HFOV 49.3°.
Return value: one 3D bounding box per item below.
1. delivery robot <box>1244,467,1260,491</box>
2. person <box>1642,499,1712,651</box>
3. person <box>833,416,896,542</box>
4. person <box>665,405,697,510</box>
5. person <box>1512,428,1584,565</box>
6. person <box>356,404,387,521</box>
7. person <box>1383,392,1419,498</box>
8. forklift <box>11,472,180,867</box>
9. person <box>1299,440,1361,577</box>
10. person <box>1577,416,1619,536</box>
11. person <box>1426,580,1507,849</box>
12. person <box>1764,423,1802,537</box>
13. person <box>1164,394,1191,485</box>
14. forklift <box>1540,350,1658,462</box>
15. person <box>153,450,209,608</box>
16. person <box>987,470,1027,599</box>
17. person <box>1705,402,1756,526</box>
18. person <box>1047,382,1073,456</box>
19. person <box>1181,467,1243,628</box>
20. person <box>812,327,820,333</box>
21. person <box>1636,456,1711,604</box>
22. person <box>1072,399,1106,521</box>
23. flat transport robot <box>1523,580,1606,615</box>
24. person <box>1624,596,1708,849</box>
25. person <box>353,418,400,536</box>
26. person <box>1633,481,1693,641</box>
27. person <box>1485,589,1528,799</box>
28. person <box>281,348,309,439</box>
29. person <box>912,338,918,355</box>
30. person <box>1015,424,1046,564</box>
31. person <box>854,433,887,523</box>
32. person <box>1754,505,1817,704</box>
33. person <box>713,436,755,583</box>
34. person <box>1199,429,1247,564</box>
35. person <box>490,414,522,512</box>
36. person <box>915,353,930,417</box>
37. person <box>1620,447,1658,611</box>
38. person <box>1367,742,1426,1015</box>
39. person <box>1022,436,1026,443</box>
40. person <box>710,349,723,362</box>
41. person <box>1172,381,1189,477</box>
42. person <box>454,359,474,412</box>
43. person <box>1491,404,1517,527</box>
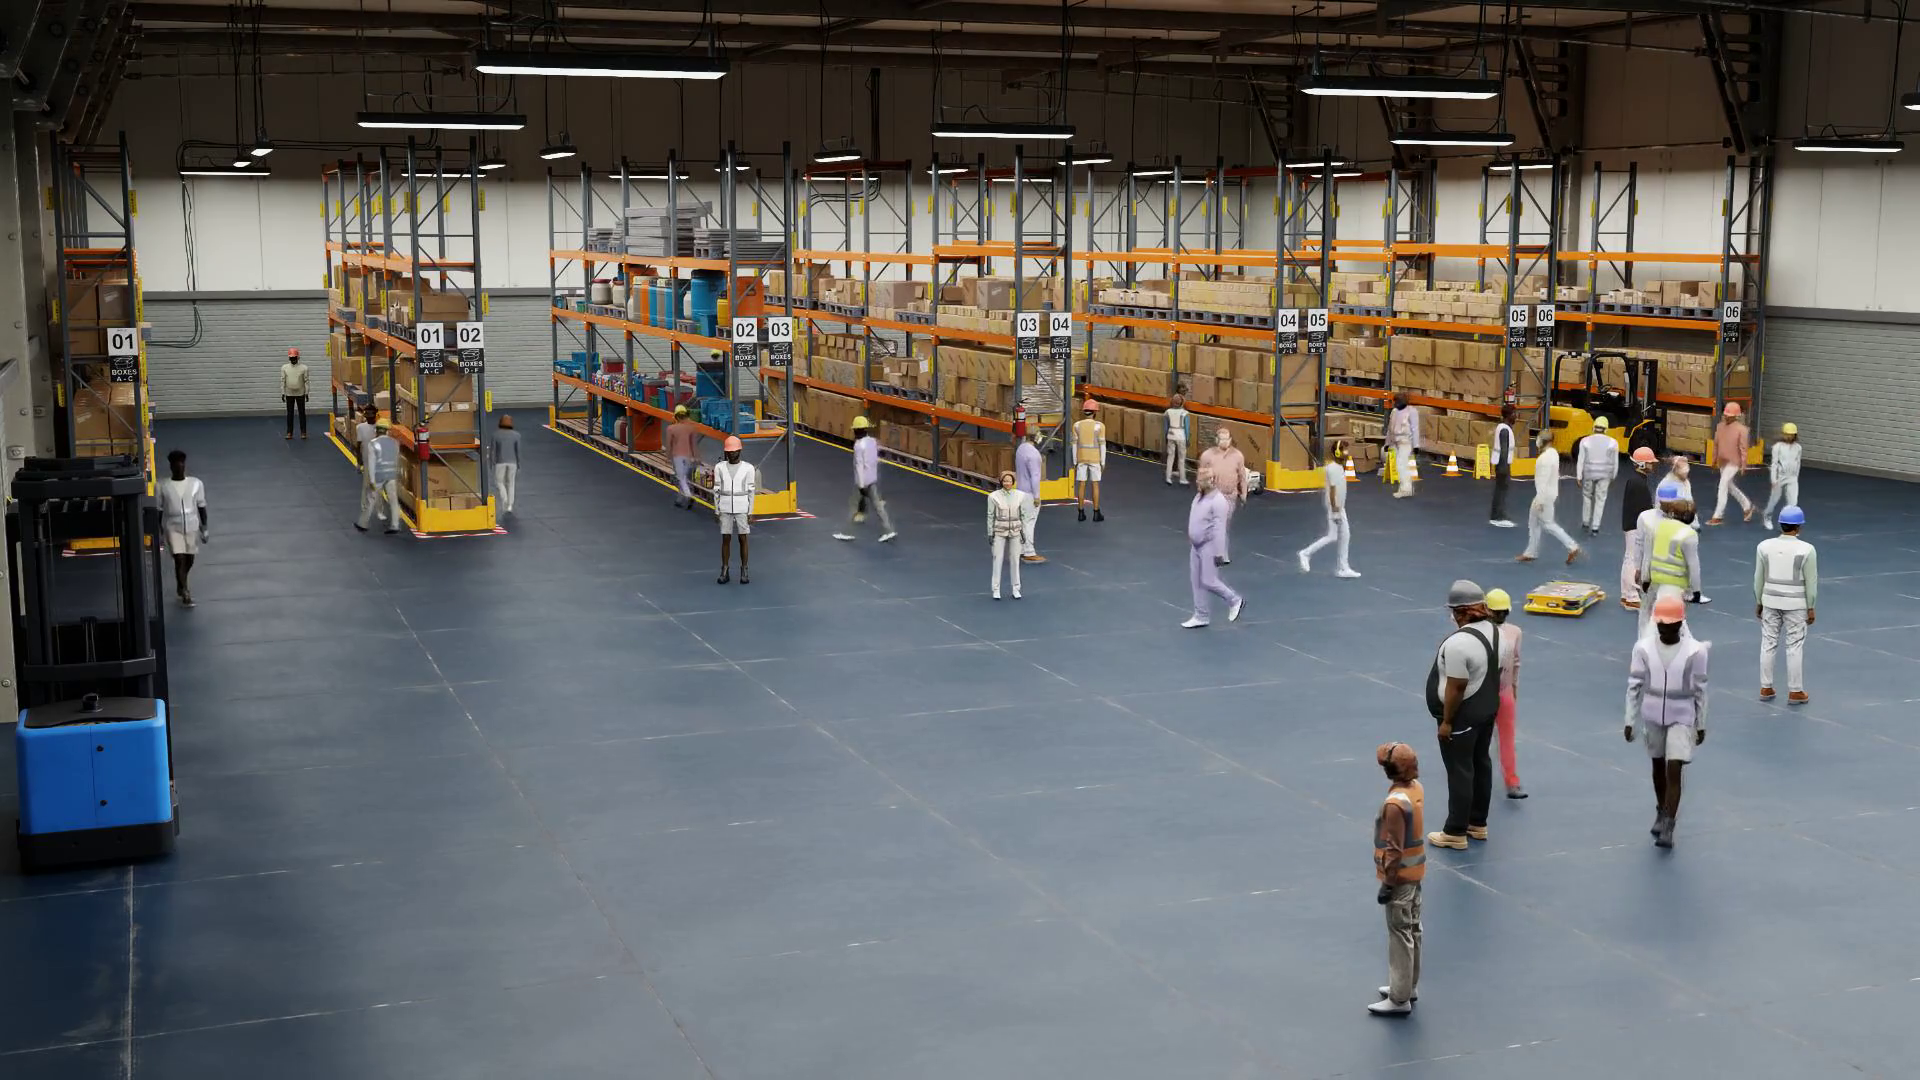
[{"bbox_3d":[4.904,-1.106,36.646,0.477,0.478,0.707,-7,11,-38],"label":"delivery robot"},{"bbox_3d":[7.659,0.450,22.365,0.997,1.781,0.645,-3,9,-16],"label":"person"},{"bbox_3d":[-1.392,-0.904,31.103,0.999,1.881,0.590,5,10,32],"label":"person"},{"bbox_3d":[-4.591,-1.376,34.739,0.536,1.731,0.832,-5,10,-32],"label":"person"},{"bbox_3d":[8.155,-0.590,28.897,0.891,1.914,0.637,3,9,21],"label":"person"},{"bbox_3d":[-9.345,-1.239,33.355,0.515,1.866,0.333,-3,9,-21],"label":"person"},{"bbox_3d":[7.589,-1.639,36.179,0.669,1.815,0.645,-3,9,-22],"label":"person"},{"bbox_3d":[-6.630,0.886,15.957,1.129,2.768,1.873,-3,9,-21],"label":"forklift"},{"bbox_3d":[4.970,-0.426,27.975,0.765,1.847,0.523,5,10,29],"label":"person"},{"bbox_3d":[9.714,-0.988,31.885,0.609,1.795,0.778,3,9,18],"label":"person"},{"bbox_3d":[3.794,1.315,15.882,0.538,2.000,0.681,8,12,42],"label":"person"},{"bbox_3d":[12.583,-0.954,31.983,0.487,1.717,0.846,-1,9,-3],"label":"person"},{"bbox_3d":[3.943,-1.821,37.988,0.520,1.636,0.309,6,10,33],"label":"person"},{"bbox_3d":[12.897,-2.725,42.309,2.313,2.155,1.214,-3,9,-21],"label":"forklift"},{"bbox_3d":[-9.685,-0.171,26.014,0.614,1.936,0.933,-6,10,-34],"label":"person"},{"bbox_3d":[0.585,-0.068,26.328,0.509,1.628,0.319,-2,9,-14],"label":"person"},{"bbox_3d":[12.181,-1.218,32.944,0.918,1.957,0.634,-3,9,-21],"label":"person"},{"bbox_3d":[2.081,-2.601,42.707,0.612,1.782,0.930,-5,10,-30],"label":"person"},{"bbox_3d":[2.943,0.085,24.428,0.629,1.896,0.642,-3,9,-21],"label":"person"},{"bbox_3d":[-3.829,-4.587,55.067,0.369,2.048,0.608,3,9,20],"label":"person"},{"bbox_3d":[8.906,-0.160,26.249,1.032,1.847,0.643,6,10,34],"label":"person"},{"bbox_3d":[2.063,-1.273,33.348,0.548,1.934,0.374,3,9,21],"label":"person"},{"bbox_3d":[7.468,0.703,25.837,0.652,0.197,1.431,5,10,30],"label":"flat transport robot"},{"bbox_3d":[5.323,1.369,15.859,0.568,1.890,0.932,5,10,31],"label":"person"},{"bbox_3d":[-8.808,-0.957,31.779,0.925,1.768,0.589,7,11,40],"label":"person"},{"bbox_3d":[7.614,0.322,22.703,0.602,1.939,0.397,2,9,15],"label":"person"},{"bbox_3d":[4.391,1.246,17.271,0.546,1.712,0.929,-2,9,-12],"label":"person"},{"bbox_3d":[-14.677,-3.234,46.223,0.612,1.995,0.376,-1,9,-8],"label":"person"},{"bbox_3d":[-1.085,-4.260,53.550,0.523,1.843,0.559,-4,9,-26],"label":"person"},{"bbox_3d":[0.966,-0.654,29.208,0.353,1.936,0.633,-3,9,-19],"label":"person"},{"bbox_3d":[-1.469,-1.119,33.170,0.567,1.685,0.537,-2,9,-16],"label":"person"},{"bbox_3d":[8.134,0.627,20.631,0.602,1.949,0.396,8,12,44],"label":"person"},{"bbox_3d":[-2.970,-0.401,27.524,0.545,1.938,0.357,0,9,2],"label":"person"},{"bbox_3d":[3.693,-0.636,29.378,0.659,1.860,0.980,-2,9,-11],"label":"person"},{"bbox_3d":[-7.414,-1.255,34.238,0.527,1.620,0.413,-4,9,-23],"label":"person"},{"bbox_3d":[-0.826,-3.981,51.581,0.624,1.873,1.061,-1,9,-3],"label":"person"},{"bbox_3d":[8.312,-0.149,25.652,0.390,1.995,0.613,2,9,11],"label":"person"},{"bbox_3d":[2.618,2.005,12.481,0.312,1.638,0.512,4,10,26],"label":"person"},{"bbox_3d":[1.313,-2.703,43.091,0.592,1.869,0.425,-3,9,-22],"label":"person"},{"bbox_3d":[-5.892,-3.768,50.603,0.527,1.752,0.520,-3,9,-21],"label":"person"},{"bbox_3d":[4.105,-2.081,39.189,0.430,1.799,0.610,2,9,15],"label":"person"},{"bbox_3d":[-10.389,-2.793,43.505,0.588,1.927,0.370,-4,9,-23],"label":"person"},{"bbox_3d":[8.501,-1.179,32.781,0.373,1.916,0.595,2,9,11],"label":"person"}]
